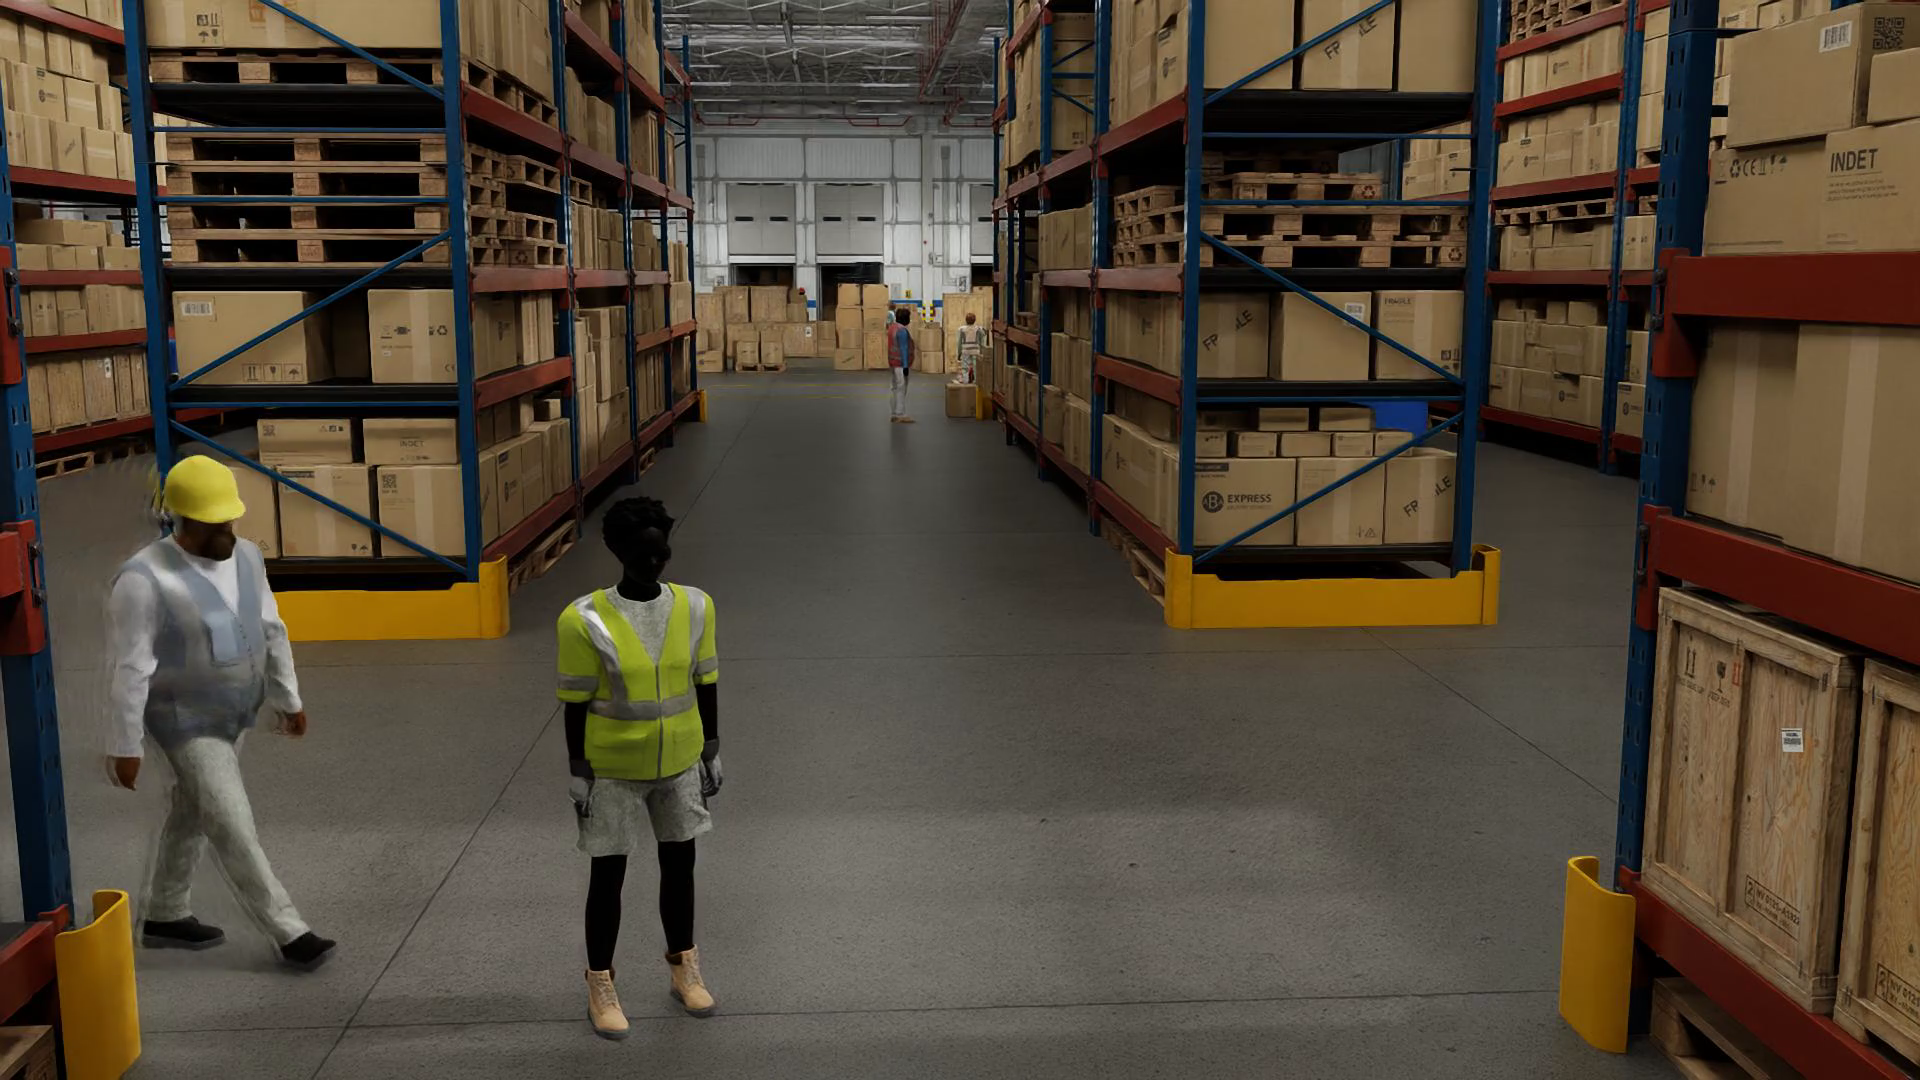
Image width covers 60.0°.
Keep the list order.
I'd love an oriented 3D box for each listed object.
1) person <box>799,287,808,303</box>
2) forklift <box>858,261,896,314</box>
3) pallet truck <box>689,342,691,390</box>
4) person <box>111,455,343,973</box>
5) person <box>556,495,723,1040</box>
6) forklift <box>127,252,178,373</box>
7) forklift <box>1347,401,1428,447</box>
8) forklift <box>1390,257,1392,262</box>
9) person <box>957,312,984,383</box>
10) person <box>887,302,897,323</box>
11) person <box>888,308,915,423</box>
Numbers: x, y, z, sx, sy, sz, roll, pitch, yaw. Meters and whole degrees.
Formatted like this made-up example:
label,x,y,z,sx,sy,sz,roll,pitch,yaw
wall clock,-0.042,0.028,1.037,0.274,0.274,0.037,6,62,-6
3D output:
label,x,y,z,sx,sy,sz,roll,pitch,yaw
person,-5.433,-7.712,57.195,0.352,1.942,0.546,2,9,13
forklift,-3.114,-8.268,57.746,1.873,2.768,1.129,-8,12,-40
pallet truck,-5.225,-3.008,27.480,1.885,1.965,0.823,2,9,14
person,-2.488,0.592,5.615,0.885,1.776,0.660,2,9,14
person,-0.990,0.696,5.189,0.536,1.691,0.319,-6,11,-33
forklift,-15.852,-4.378,33.321,1.129,2.768,1.873,-1,9,-4
forklift,5.003,-2.332,20.473,1.129,2.768,1.873,-1,9,-4
forklift,10.308,-5.737,41.854,1.129,2.768,1.873,-1,9,-4
person,0.204,-3.587,32.229,0.515,1.641,0.314,0,9,0
person,-1.870,-5.844,46.504,0.496,1.637,0.519,1,9,7
person,-0.932,-2.786,26.582,0.429,1.839,0.633,-3,10,-18
